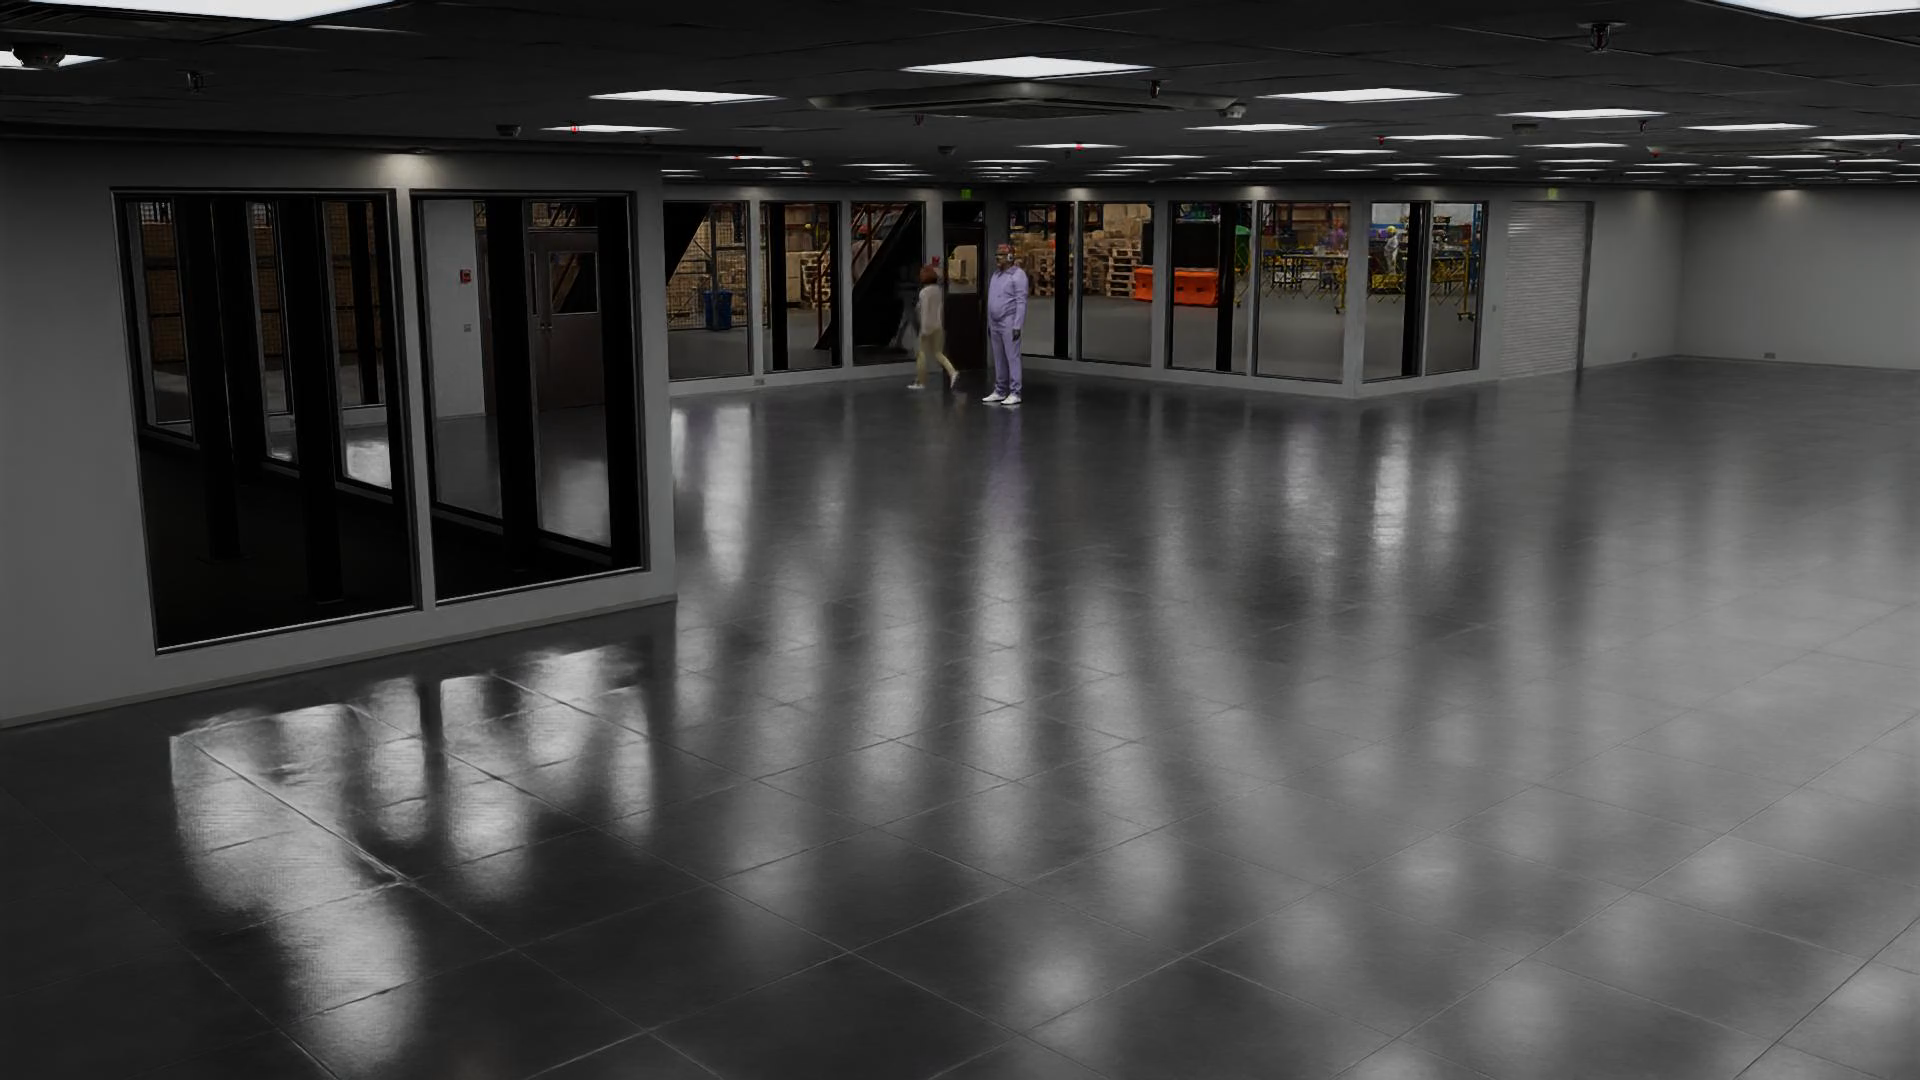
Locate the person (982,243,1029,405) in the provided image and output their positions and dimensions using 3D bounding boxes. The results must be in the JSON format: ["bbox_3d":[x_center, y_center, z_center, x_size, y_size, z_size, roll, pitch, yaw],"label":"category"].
[{"bbox_3d":[0.531,-2.578,19.878,0.410,1.909,0.643,-8,14,-34],"label":"person"}]

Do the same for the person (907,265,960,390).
[{"bbox_3d":[-0.351,-2.711,21.274,0.644,1.608,0.506,7,13,32],"label":"person"}]
